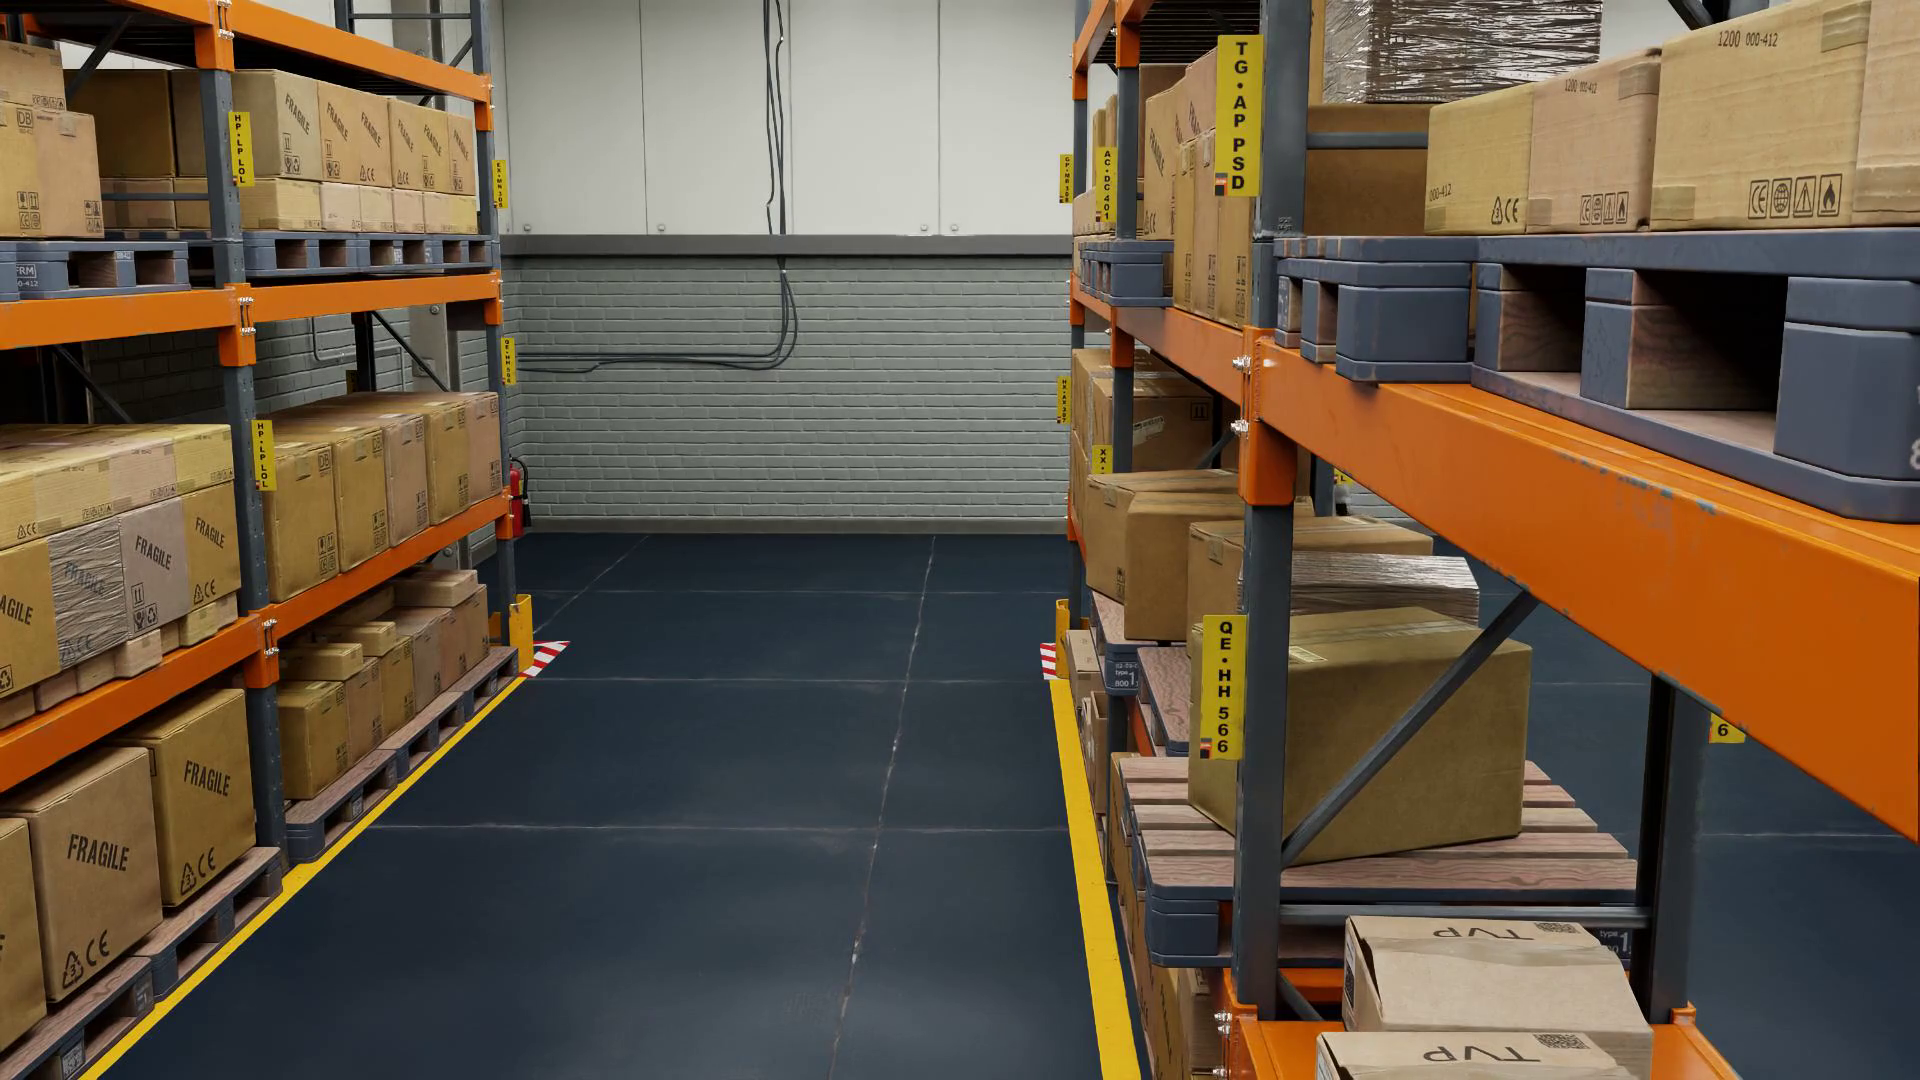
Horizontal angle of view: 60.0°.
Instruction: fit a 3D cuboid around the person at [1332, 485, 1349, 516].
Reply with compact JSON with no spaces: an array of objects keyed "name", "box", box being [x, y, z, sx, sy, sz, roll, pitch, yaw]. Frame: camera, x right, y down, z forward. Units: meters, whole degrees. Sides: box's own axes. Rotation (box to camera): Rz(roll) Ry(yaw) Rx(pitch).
[{"name":"person","box":[2.402,-0.001,11.709,0.634,1.931,0.649,-2,10,-12]}]
